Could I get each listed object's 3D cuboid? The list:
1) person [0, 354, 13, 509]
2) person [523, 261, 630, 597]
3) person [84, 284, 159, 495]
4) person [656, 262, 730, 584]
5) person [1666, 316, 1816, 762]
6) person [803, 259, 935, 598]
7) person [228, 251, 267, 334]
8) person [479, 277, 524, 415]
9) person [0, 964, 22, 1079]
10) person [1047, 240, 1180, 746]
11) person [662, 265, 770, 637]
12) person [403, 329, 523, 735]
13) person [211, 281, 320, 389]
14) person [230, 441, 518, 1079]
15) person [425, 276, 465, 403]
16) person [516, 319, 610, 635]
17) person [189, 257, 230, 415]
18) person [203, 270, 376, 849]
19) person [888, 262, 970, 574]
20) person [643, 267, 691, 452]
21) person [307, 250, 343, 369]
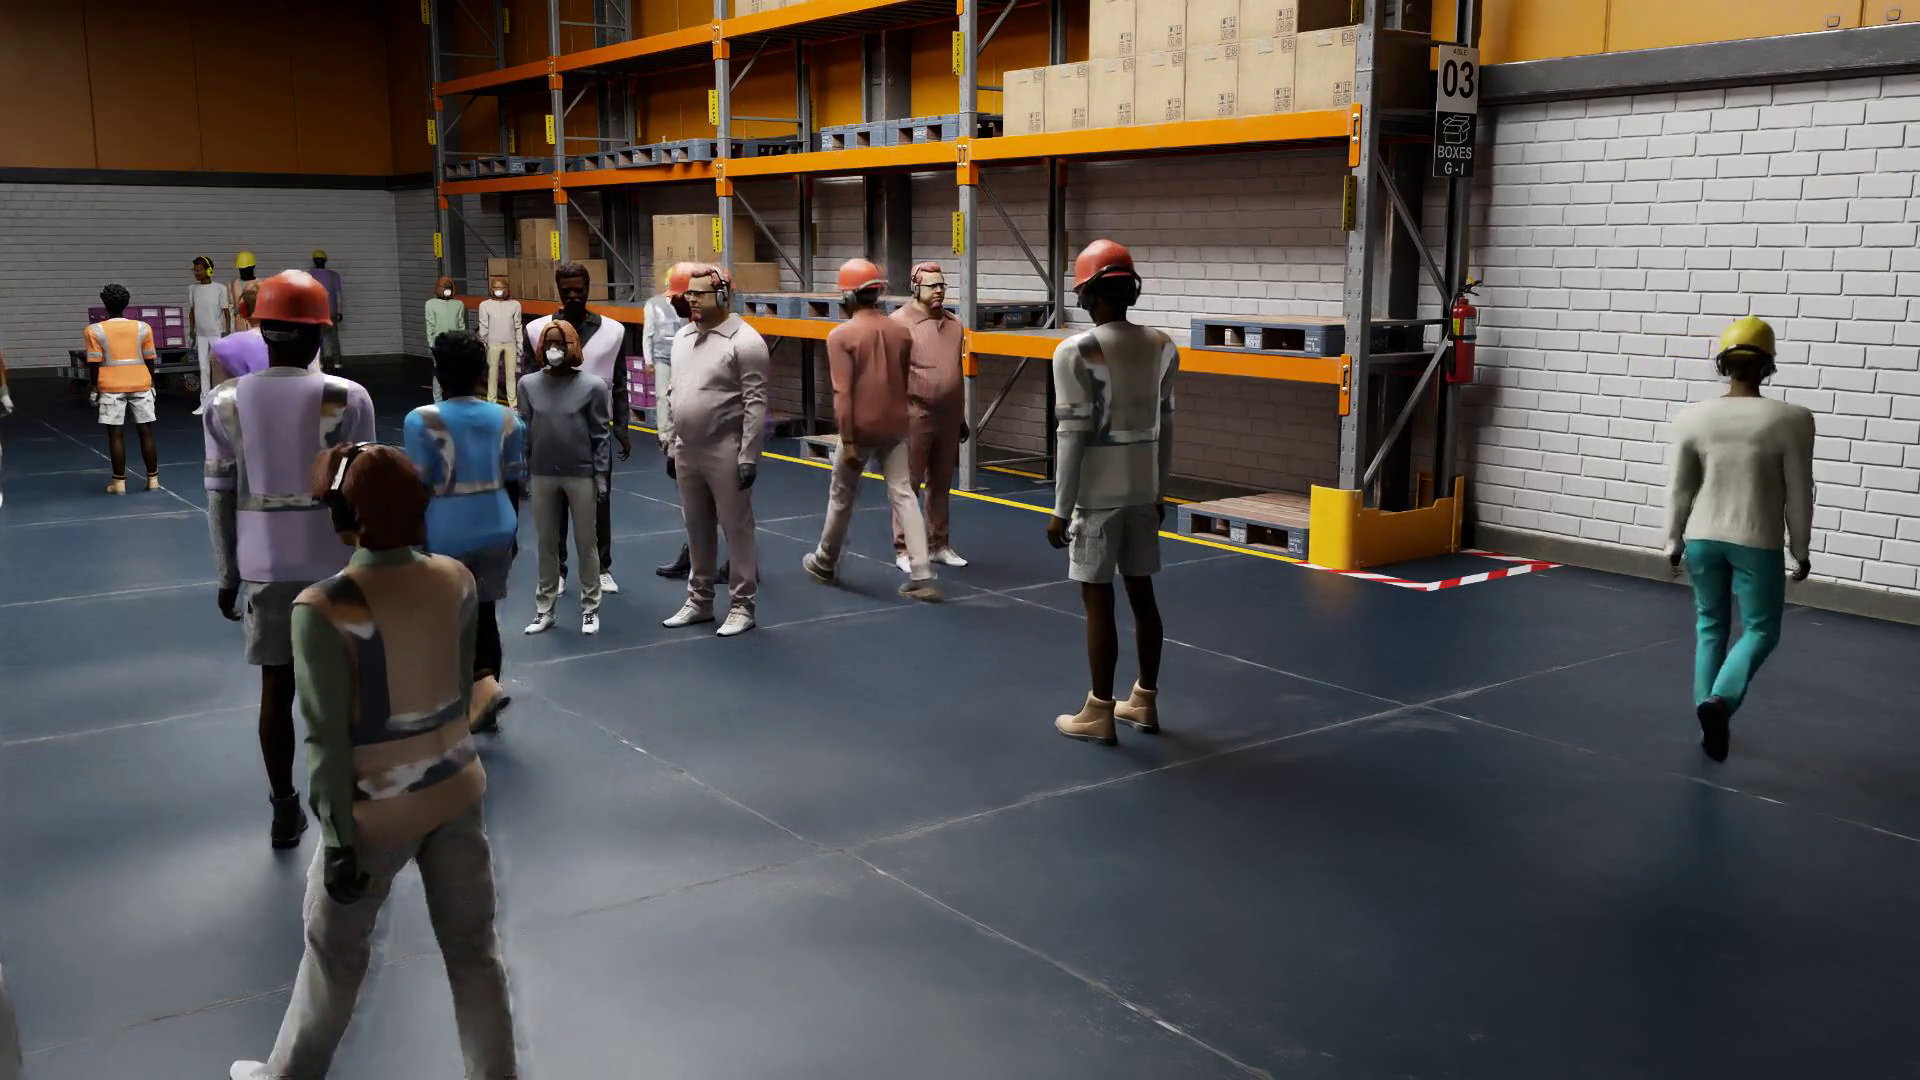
[{"bbox_3d":[-7.253,-1.064,12.169,0.551,1.853,0.442,-5,11,-26],"label":"person"},{"bbox_3d":[-2.199,-0.634,9.587,0.590,1.918,0.389,-3,11,-18],"label":"person"},{"bbox_3d":[-6.763,-1.213,13.449,0.533,1.697,0.319,-9,14,-42],"label":"person"},{"bbox_3d":[-1.572,-0.667,9.791,0.732,1.905,0.539,-1,10,-4],"label":"person"},{"bbox_3d":[2.988,0.007,6.461,0.530,1.745,0.630,10,14,43],"label":"person"},{"bbox_3d":[-0.514,-0.642,9.603,0.608,1.932,1.085,-8,13,-37],"label":"person"},{"bbox_3d":[-8.841,-2.629,20.761,0.584,1.918,0.381,0,10,0],"label":"person"},{"bbox_3d":[-5.393,-2.278,19.592,0.507,1.631,0.278,-5,11,-25],"label":"person"},{"bbox_3d":[-0.986,0.796,1.436,0.372,1.966,0.603,0,10,-2],"label":"person"},{"bbox_3d":[0.595,-0.186,6.751,0.609,2.034,0.404,-7,12,-35],"label":"person"},{"bbox_3d":[-1.292,-0.460,8.640,0.643,1.909,0.410,7,12,34],"label":"person"},{"bbox_3d":[-1.973,-0.009,6.743,0.430,1.679,0.544,8,13,39],"label":"person"},{"bbox_3d":[-3.971,-0.566,9.511,0.598,1.799,0.926,-7,12,-36],"label":"person"},{"bbox_3d":[-1.298,0.579,3.667,0.845,1.594,0.534,6,12,29],"label":"person"},{"bbox_3d":[-6.169,-2.351,19.996,0.499,1.633,0.289,-9,14,-42],"label":"person"},{"bbox_3d":[-2.057,-0.321,8.617,0.497,1.636,0.285,1,10,4],"label":"person"},{"bbox_3d":[-8.871,-2.404,19.655,0.519,1.865,0.331,1,10,5],"label":"person"},{"bbox_3d":[-2.203,0.078,5.570,0.573,1.932,0.390,-1,10,-8],"label":"person"},{"bbox_3d":[-0.190,-0.751,10.273,0.651,1.907,0.409,-9,14,-42],"label":"person"},{"bbox_3d":[-2.761,-1.751,16.139,0.640,1.814,0.454,-6,12,-32],"label":"person"},{"bbox_3d":[-10.245,-3.701,26.767,0.585,1.916,0.387,-4,11,-22],"label":"person"}]
